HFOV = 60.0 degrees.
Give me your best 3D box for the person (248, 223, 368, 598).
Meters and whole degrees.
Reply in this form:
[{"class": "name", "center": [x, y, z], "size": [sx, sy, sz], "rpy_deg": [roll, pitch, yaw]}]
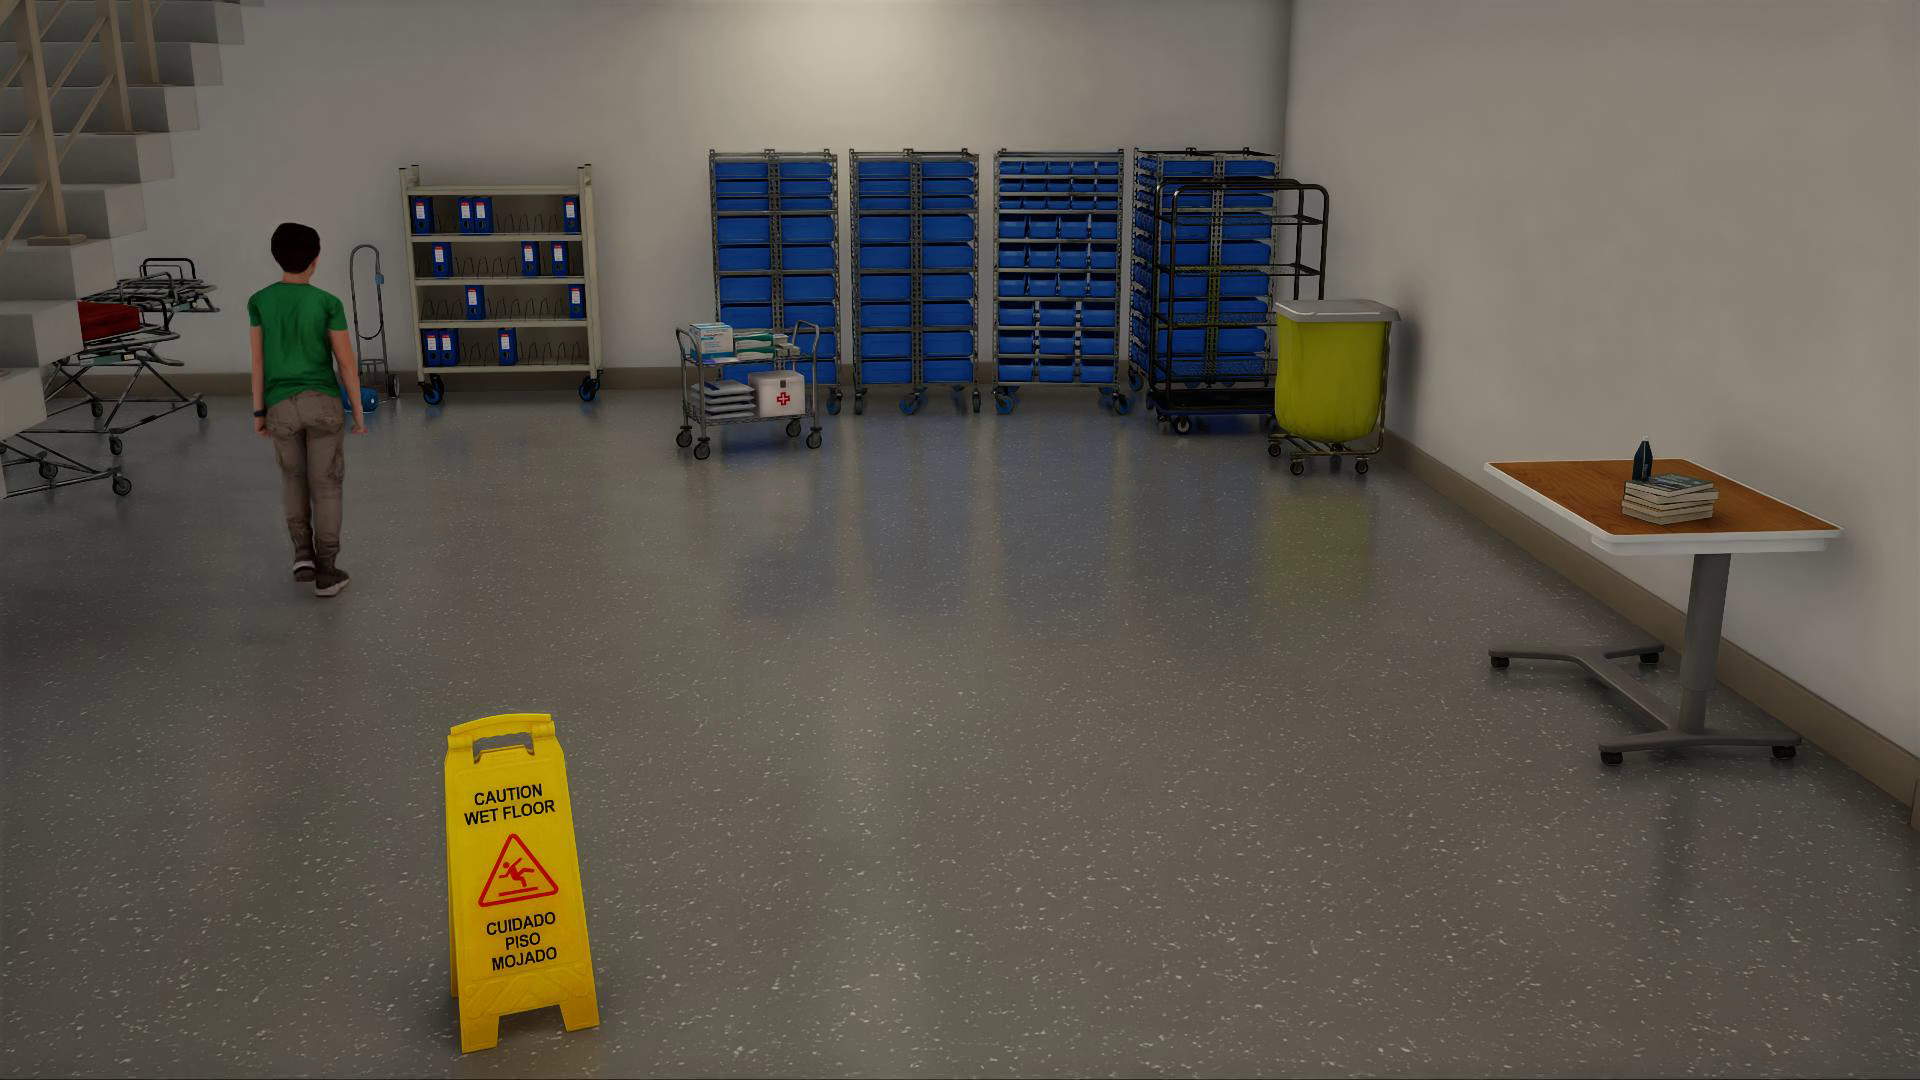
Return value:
[{"class": "person", "center": [-2.871, -0.538, 7.240], "size": [0.585, 1.638, 0.601], "rpy_deg": [-1, 16, -5]}]
